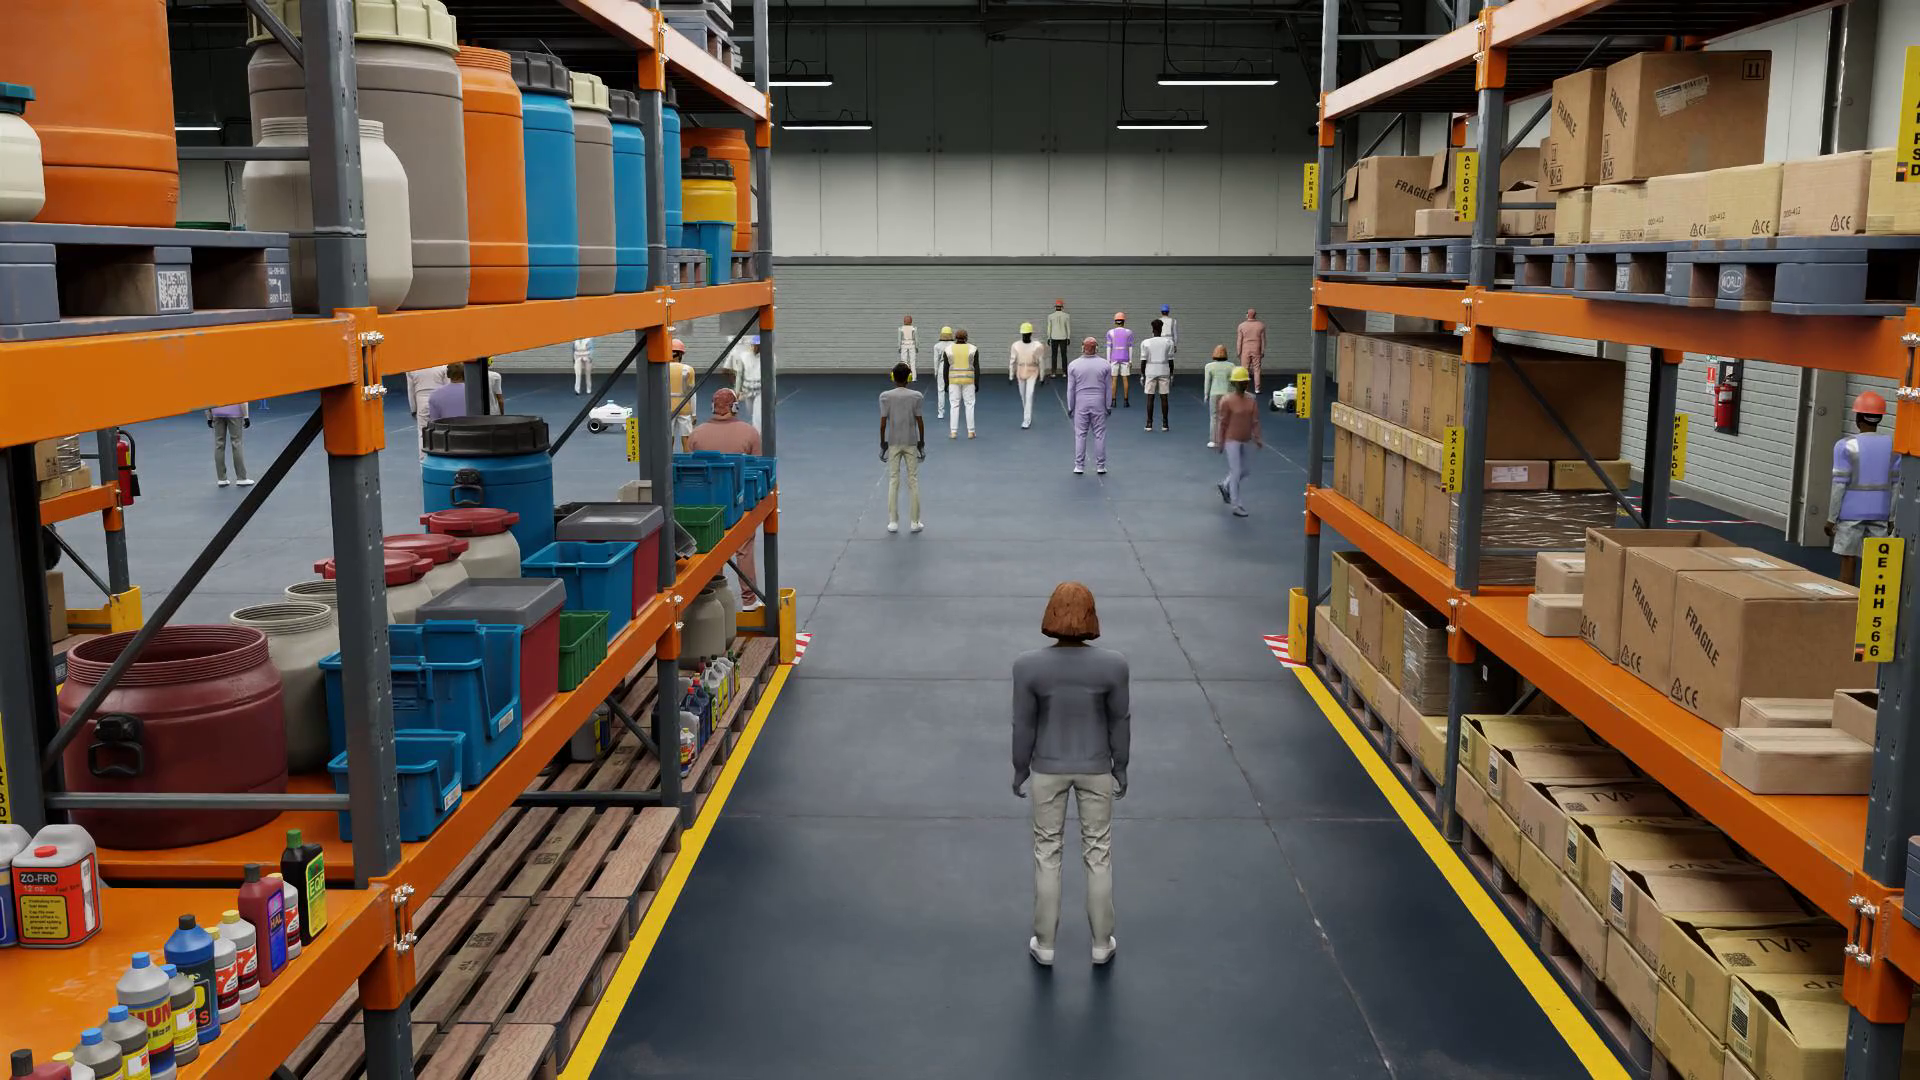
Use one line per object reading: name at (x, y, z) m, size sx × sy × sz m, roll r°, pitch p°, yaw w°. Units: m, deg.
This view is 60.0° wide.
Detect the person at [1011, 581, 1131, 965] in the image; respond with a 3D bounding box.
person at (0.464, 0.979, 6.993) m, size 0.499 × 1.634 × 0.279 m, roll 0°, pitch 9°, yaw 2°

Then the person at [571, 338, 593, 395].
person at (-8.466, -4.055, 37.304) m, size 0.509 × 1.585 × 0.915 m, roll -1°, pitch 10°, yaw -6°

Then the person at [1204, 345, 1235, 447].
person at (4.159, -2.301, 26.641) m, size 0.499 × 1.634 × 0.279 m, roll 0°, pitch 9°, yaw 2°

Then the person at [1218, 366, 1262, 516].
person at (3.239, -1.185, 19.599) m, size 0.523 × 1.746 × 0.628 m, roll -5°, pitch 11°, yaw -29°

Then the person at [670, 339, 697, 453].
person at (-3.789, -1.716, 22.266) m, size 0.543 × 1.928 × 0.373 m, roll 0°, pitch 9°, yaw 2°

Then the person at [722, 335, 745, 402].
person at (-4.826, -3.939, 35.284) m, size 0.565 × 2.022 × 0.655 m, roll -5°, pitch 11°, yaw -28°

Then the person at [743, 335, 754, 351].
person at (-5.158, -4.896, 41.293) m, size 0.627 × 1.934 × 0.371 m, roll 0°, pitch 9°, yaw 2°

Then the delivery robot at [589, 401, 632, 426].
delivery robot at (-6.106, -2.196, 29.088) m, size 0.707 × 0.478 × 0.477 m, roll 0°, pitch 10°, yaw 1°

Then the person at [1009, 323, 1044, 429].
person at (1.211, -2.976, 29.950) m, size 0.604 × 1.887 × 0.971 m, roll 3°, pitch 10°, yaw 16°

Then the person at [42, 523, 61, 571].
person at (-7.454, -0.232, 13.159) m, size 0.537 × 2.000 × 0.695 m, roll 0°, pitch 9°, yaw 2°

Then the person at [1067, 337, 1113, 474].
person at (1.814, -1.877, 23.286) m, size 0.639 × 1.910 × 0.407 m, roll 0°, pitch 9°, yaw 2°

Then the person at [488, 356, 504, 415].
person at (-6.095, -1.543, 21.393) m, size 0.520 × 1.873 × 0.328 m, roll 0°, pitch 9°, yaw 2°

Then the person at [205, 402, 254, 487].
person at (-9.690, -1.672, 21.994) m, size 0.586 × 1.928 × 0.369 m, roll 0°, pitch 9°, yaw 2°

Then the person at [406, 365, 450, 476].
person at (-7.302, -1.833, 23.046) m, size 0.639 × 1.902 × 0.407 m, roll 0°, pitch 9°, yaw 2°

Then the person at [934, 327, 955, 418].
person at (-0.250, -3.192, 31.678) m, size 0.484 × 1.735 × 0.309 m, roll 0°, pitch 9°, yaw 2°

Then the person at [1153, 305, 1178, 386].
person at (4.923, -4.670, 39.925) m, size 0.604 × 1.938 × 0.402 m, roll 0°, pitch 9°, yaw 2°

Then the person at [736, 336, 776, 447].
person at (-3.136, -2.301, 25.846) m, size 0.623 × 1.910 × 0.929 m, roll 3°, pitch 10°, yaw 15°

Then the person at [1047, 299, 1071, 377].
person at (2.567, -5.239, 43.160) m, size 0.611 × 1.996 × 0.379 m, roll 0°, pitch 9°, yaw 2°

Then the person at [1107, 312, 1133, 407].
person at (3.275, -3.700, 34.145) m, size 0.543 × 1.928 × 0.373 m, roll 0°, pitch 9°, yaw 2°

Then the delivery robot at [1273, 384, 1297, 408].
delivery robot at (6.572, -2.868, 33.098) m, size 0.707 × 0.478 × 0.477 m, roll -7°, pitch 11°, yaw -37°

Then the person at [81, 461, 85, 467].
person at (-12.988, -1.979, 23.972) m, size 0.574 × 1.883 × 0.355 m, roll 0°, pitch 9°, yaw 2°

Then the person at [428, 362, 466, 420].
person at (-5.334, -0.975, 17.792) m, size 0.627 × 1.940 × 0.371 m, roll 0°, pitch 9°, yaw 2°

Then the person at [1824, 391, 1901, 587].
person at (7.163, -0.213, 13.223) m, size 0.543 × 1.939 × 0.361 m, roll 0°, pitch 9°, yaw 2°

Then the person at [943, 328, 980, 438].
person at (0.026, -2.645, 28.083) m, size 0.621 × 1.845 × 0.429 m, roll 0°, pitch 9°, yaw 2°

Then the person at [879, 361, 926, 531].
person at (-0.638, -1.030, 18.319) m, size 0.520 × 1.873 × 0.328 m, roll 0°, pitch 9°, yaw 2°

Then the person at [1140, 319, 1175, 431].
person at (3.475, -2.913, 29.335) m, size 0.603 × 1.959 × 0.379 m, roll 0°, pitch 9°, yaw 2°

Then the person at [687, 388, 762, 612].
person at (-1.953, -0.326, 14.021) m, size 0.639 × 1.902 × 0.407 m, roll 0°, pitch 9°, yaw 2°

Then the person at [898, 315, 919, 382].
person at (-1.282, -4.733, 41.193) m, size 0.514 × 1.642 × 0.310 m, roll 0°, pitch 9°, yaw 2°

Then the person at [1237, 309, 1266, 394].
person at (6.553, -4.245, 37.471) m, size 0.639 × 1.910 × 0.407 m, roll 0°, pitch 9°, yaw 2°
